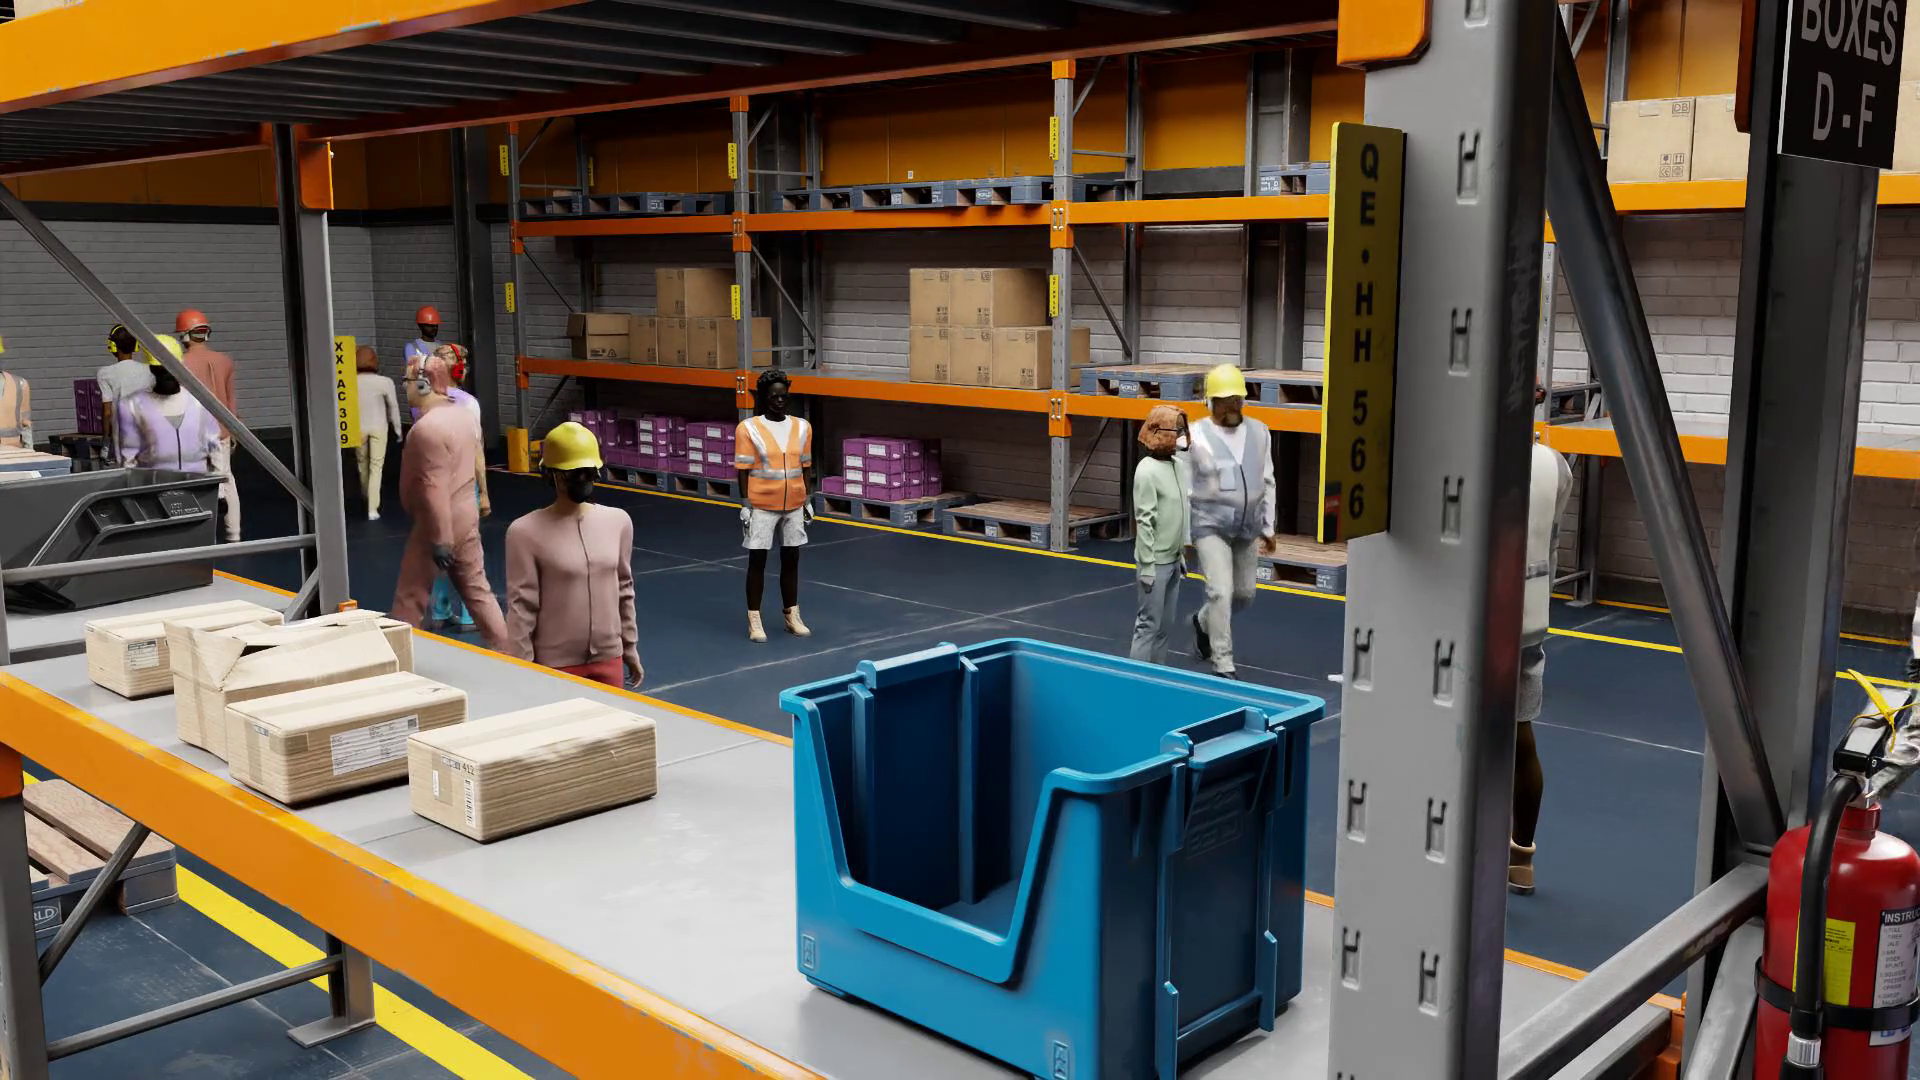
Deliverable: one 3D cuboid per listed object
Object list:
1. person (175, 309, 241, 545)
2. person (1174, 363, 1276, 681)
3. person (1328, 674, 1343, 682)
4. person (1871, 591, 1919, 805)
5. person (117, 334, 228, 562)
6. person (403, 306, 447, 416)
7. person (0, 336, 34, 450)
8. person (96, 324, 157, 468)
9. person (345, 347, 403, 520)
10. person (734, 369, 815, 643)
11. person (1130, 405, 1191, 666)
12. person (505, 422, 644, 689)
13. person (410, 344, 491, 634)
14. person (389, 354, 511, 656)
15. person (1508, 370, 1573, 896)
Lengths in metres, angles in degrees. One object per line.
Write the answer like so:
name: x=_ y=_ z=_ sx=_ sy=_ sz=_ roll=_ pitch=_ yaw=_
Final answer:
person: x=-6.126 y=-0.863 z=13.448 sx=0.400 sy=1.989 sz=0.623 roll=4 pitch=10 yaw=25
person: x=1.454 y=-0.094 z=9.306 sx=0.589 sy=1.804 sz=0.710 roll=-4 pitch=10 yaw=-22
person: x=2.349 y=-0.094 z=9.071 sx=0.490 sy=1.914 sz=0.621 roll=3 pitch=10 yaw=17
person: x=3.866 y=0.462 z=6.535 sx=0.854 sy=1.596 sz=0.520 roll=2 pitch=9 yaw=12
person: x=-4.835 y=-0.305 z=10.252 sx=0.613 sy=1.913 sz=0.414 roll=-8 pitch=12 yaw=-39
person: x=-5.414 y=-1.423 z=17.052 sx=0.358 sy=1.937 sz=0.548 roll=5 pitch=11 yaw=29
person: x=-6.731 y=-0.525 z=11.588 sx=0.386 sy=1.922 sz=0.594 roll=7 pitch=12 yaw=37
person: x=-6.694 y=-0.801 z=13.431 sx=0.328 sy=1.876 sz=0.513 roll=7 pitch=11 yaw=36
person: x=-5.498 y=-1.004 z=15.555 sx=0.522 sy=1.586 sz=0.860 roll=-1 pitch=9 yaw=-7
person: x=-1.150 y=-0.215 z=10.385 sx=0.535 sy=1.697 sz=0.318 roll=-6 pitch=11 yaw=-31
person: x=1.034 y=0.122 z=8.508 sx=0.276 sy=1.633 sz=0.507 roll=5 pitch=10 yaw=27
person: x=-1.399 y=0.447 z=6.113 sx=0.535 sy=1.767 sz=0.315 roll=-9 pitch=13 yaw=-43
person: x=-3.231 y=-0.319 z=10.571 sx=0.570 sy=1.842 sz=0.383 roll=5 pitch=11 yaw=29
person: x=-2.909 y=-0.084 z=9.108 sx=0.969 sy=1.852 sz=0.658 roll=0 pitch=9 yaw=3
person: x=1.918 y=0.324 z=6.015 sx=0.605 sy=2.045 sz=0.379 roll=-8 pitch=12 yaw=-39
